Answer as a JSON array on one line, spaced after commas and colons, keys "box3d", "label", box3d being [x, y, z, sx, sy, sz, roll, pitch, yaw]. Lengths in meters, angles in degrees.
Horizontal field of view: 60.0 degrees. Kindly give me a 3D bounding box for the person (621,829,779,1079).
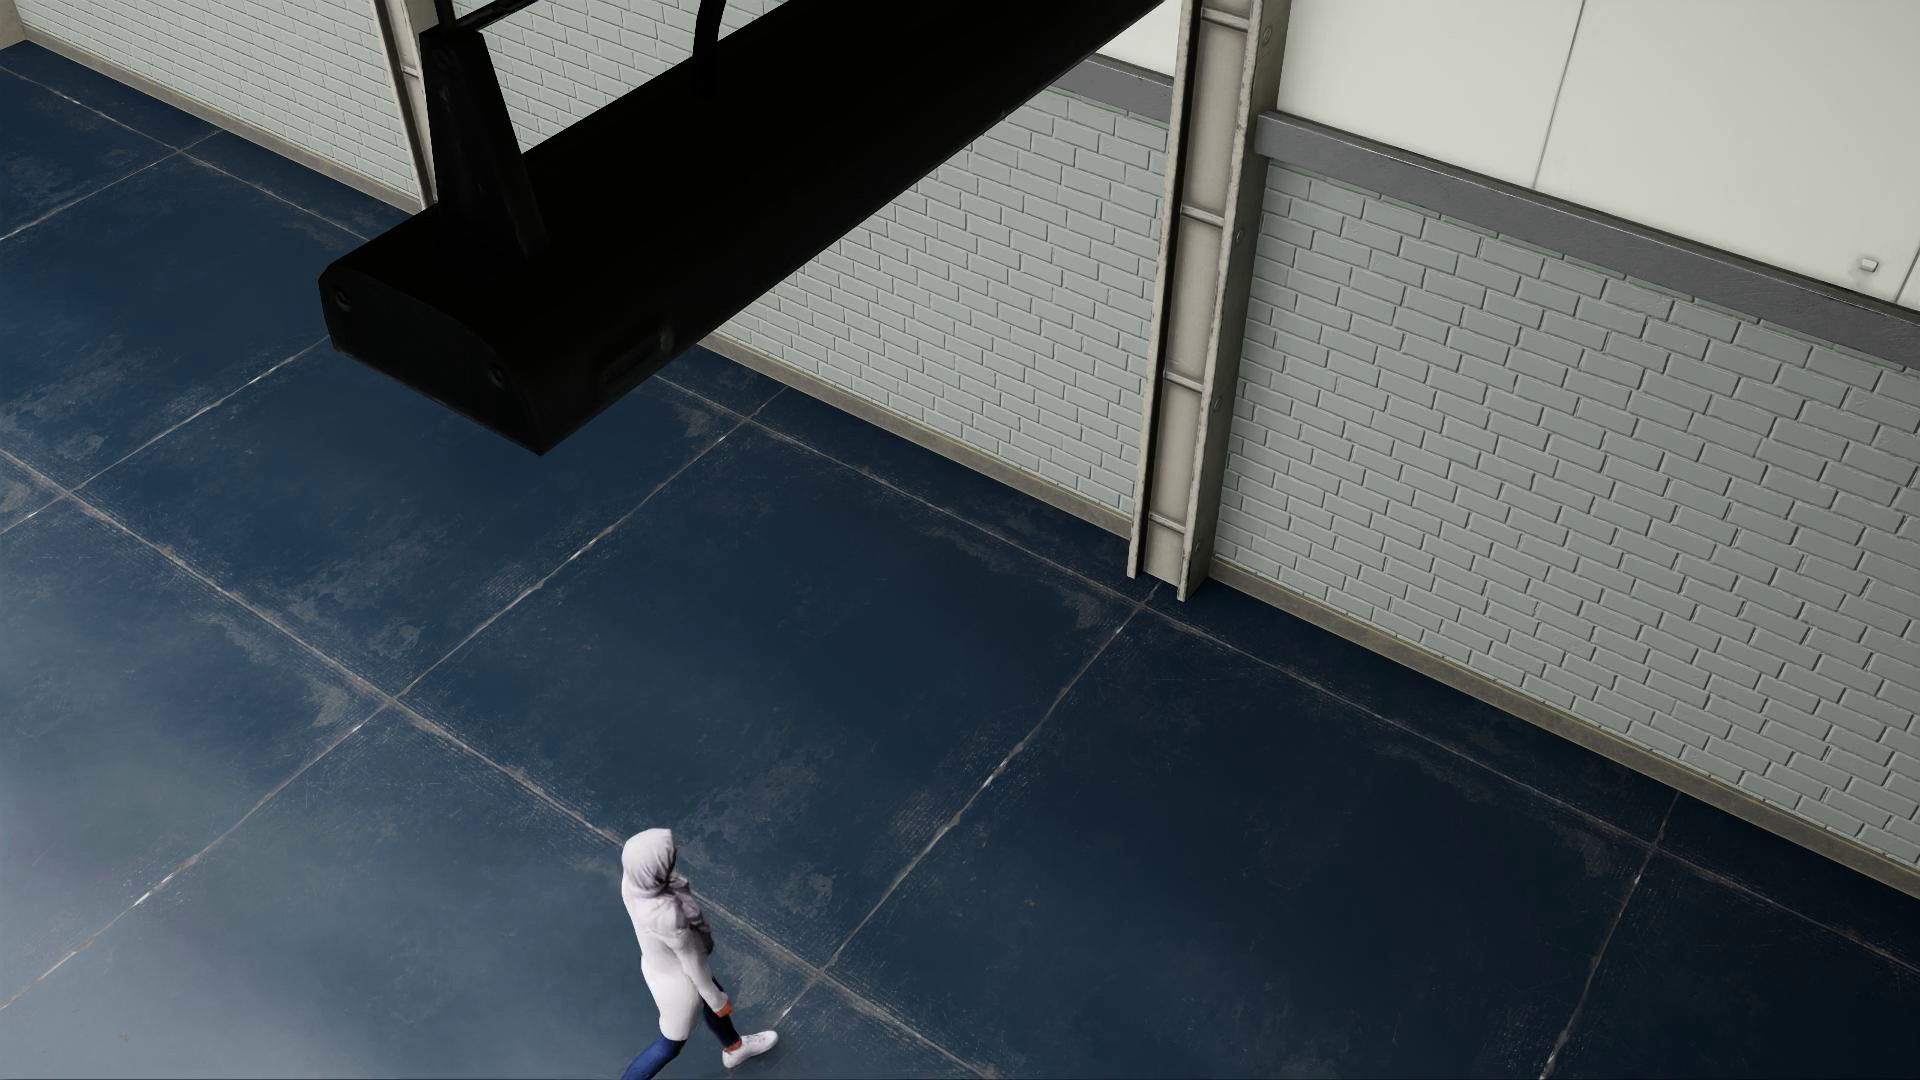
[{"box3d": [-1.238, 1.840, 6.827, 1.042, 1.746, 1.128, -17, 46, -18], "label": "person"}]
